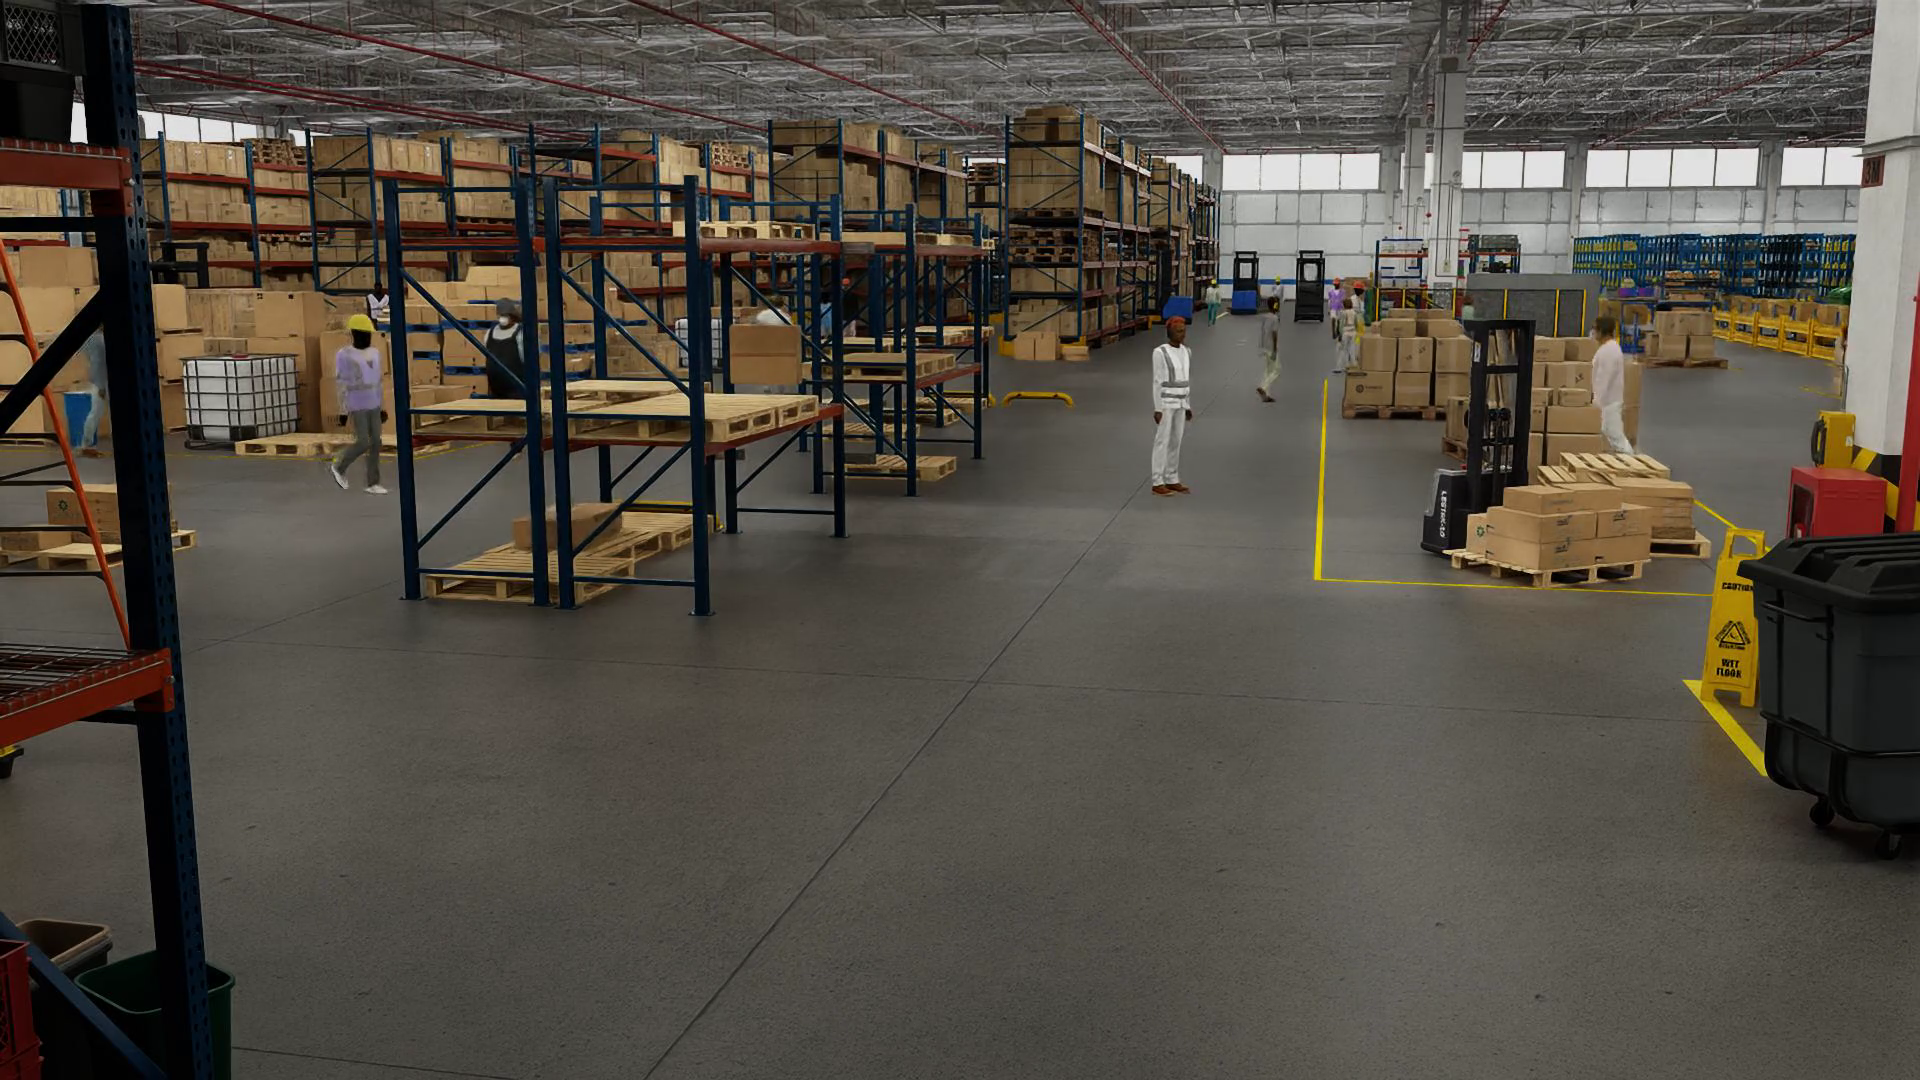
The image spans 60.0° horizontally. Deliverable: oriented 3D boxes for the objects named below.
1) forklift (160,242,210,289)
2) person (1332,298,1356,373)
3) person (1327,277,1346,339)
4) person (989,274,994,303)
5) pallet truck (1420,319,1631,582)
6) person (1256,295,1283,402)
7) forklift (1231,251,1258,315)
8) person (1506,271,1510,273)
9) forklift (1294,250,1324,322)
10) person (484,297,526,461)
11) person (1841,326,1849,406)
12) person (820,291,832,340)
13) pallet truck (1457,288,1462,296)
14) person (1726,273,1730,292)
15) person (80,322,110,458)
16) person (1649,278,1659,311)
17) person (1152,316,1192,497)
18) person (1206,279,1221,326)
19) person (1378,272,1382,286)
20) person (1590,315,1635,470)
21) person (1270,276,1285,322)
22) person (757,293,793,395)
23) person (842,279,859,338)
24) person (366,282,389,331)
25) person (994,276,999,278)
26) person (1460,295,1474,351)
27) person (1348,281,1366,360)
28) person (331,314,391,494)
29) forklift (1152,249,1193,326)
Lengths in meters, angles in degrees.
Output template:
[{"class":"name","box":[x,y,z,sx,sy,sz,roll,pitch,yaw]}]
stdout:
[{"class":"forklift","box":[-16.063,-4.810,34.690,1.129,2.768,1.873,2,10,12]},{"class":"person","box":[8.357,-4.424,36.091,0.557,1.616,0.665,-7,12,-34]},{"class":"person","box":[11.691,-7.198,51.667,0.559,1.918,0.499,2,10,14]},{"class":"person","box":[1.820,-14.405,94.131,0.627,1.990,0.394,1,10,8]},{"class":"pallet truck","box":[4.543,-0.757,13.299,0.823,1.965,1.885,-4,10,-22]},{"class":"person","box":[5.353,-3.288,28.735,0.425,1.857,0.524,-4,10,-21]},{"class":"forklift","box":[12.548,-11.308,73.167,1.129,2.768,1.873,2,10,12]},{"class":"person","box":[26.922,-12.262,81.747,0.601,1.904,0.997,-5,11,-26]},{"class":"forklift","box":[13.778,-10.002,65.433,1.129,2.768,1.873,2,10,12]},{"class":"person","box":[-5.546,-1.982,20.427,0.690,2.000,0.582,2,10,11]},{"class":"person","box":[8.544,-1.161,16.148,0.839,1.839,0.522,1,10,8]},{"class":"person","box":[-3.354,-5.315,41.205,0.324,1.686,0.584,8,13,41]},{"class":"pallet truck","box":[20.506,-9.785,68.819,0.653,1.274,1.630,2,10,12]},{"class":"person","box":[37.113,-11.998,80.498,0.902,1.803,0.582,1,10,5]},{"class":"person","box":[-10.536,-1.933,20.616,1.041,1.882,0.652,2,10,14]},{"class":"person","box":[27.391,-9.499,65.847,0.768,1.741,0.530,1,10,5]},{"class":"person","box":[2.230,-1.402,17.456,0.578,1.882,0.346,-9,13,-44]},{"class":"person","box":[9.338,-8.731,61.276,0.527,1.732,0.804,1,10,8]},{"class":"person","box":[20.470,-12.071,80.454,1.037,1.927,0.640,-2,10,-10]},{"class":"person","box":[6.784,-1.437,17.652,1.046,1.883,0.651,3,10,19]},{"class":"person","box":[12.565,-9.524,65.776,0.587,1.811,0.426,2,10,9]},{"class":"person","box":[-3.146,-3.226,28.180,0.630,1.914,0.874,0,10,2]},{"class":"person","box":[-2.826,-5.529,41.581,0.610,1.990,0.389,-3,10,-15]},{"class":"person","box":[-14.593,-5.526,41.805,0.587,1.911,0.397,-5,11,-27]},{"class":"person","box":[2.063,-13.764,90.683,0.573,1.877,1.024,2,10,12]},{"class":"person","box":[12.284,-5.120,40.232,0.514,1.617,0.500,-9,13,-44]},{"class":"person","box":[9.744,-5.380,40.850,0.379,1.937,0.547,3,10,16]},{"class":"person","box":[-6.325,-1.427,17.523,0.559,1.911,0.589,4,10,20]},{"class":"forklift","box":[7.646,-9.320,61.395,1.873,2.768,1.129,2,10,11]}]
